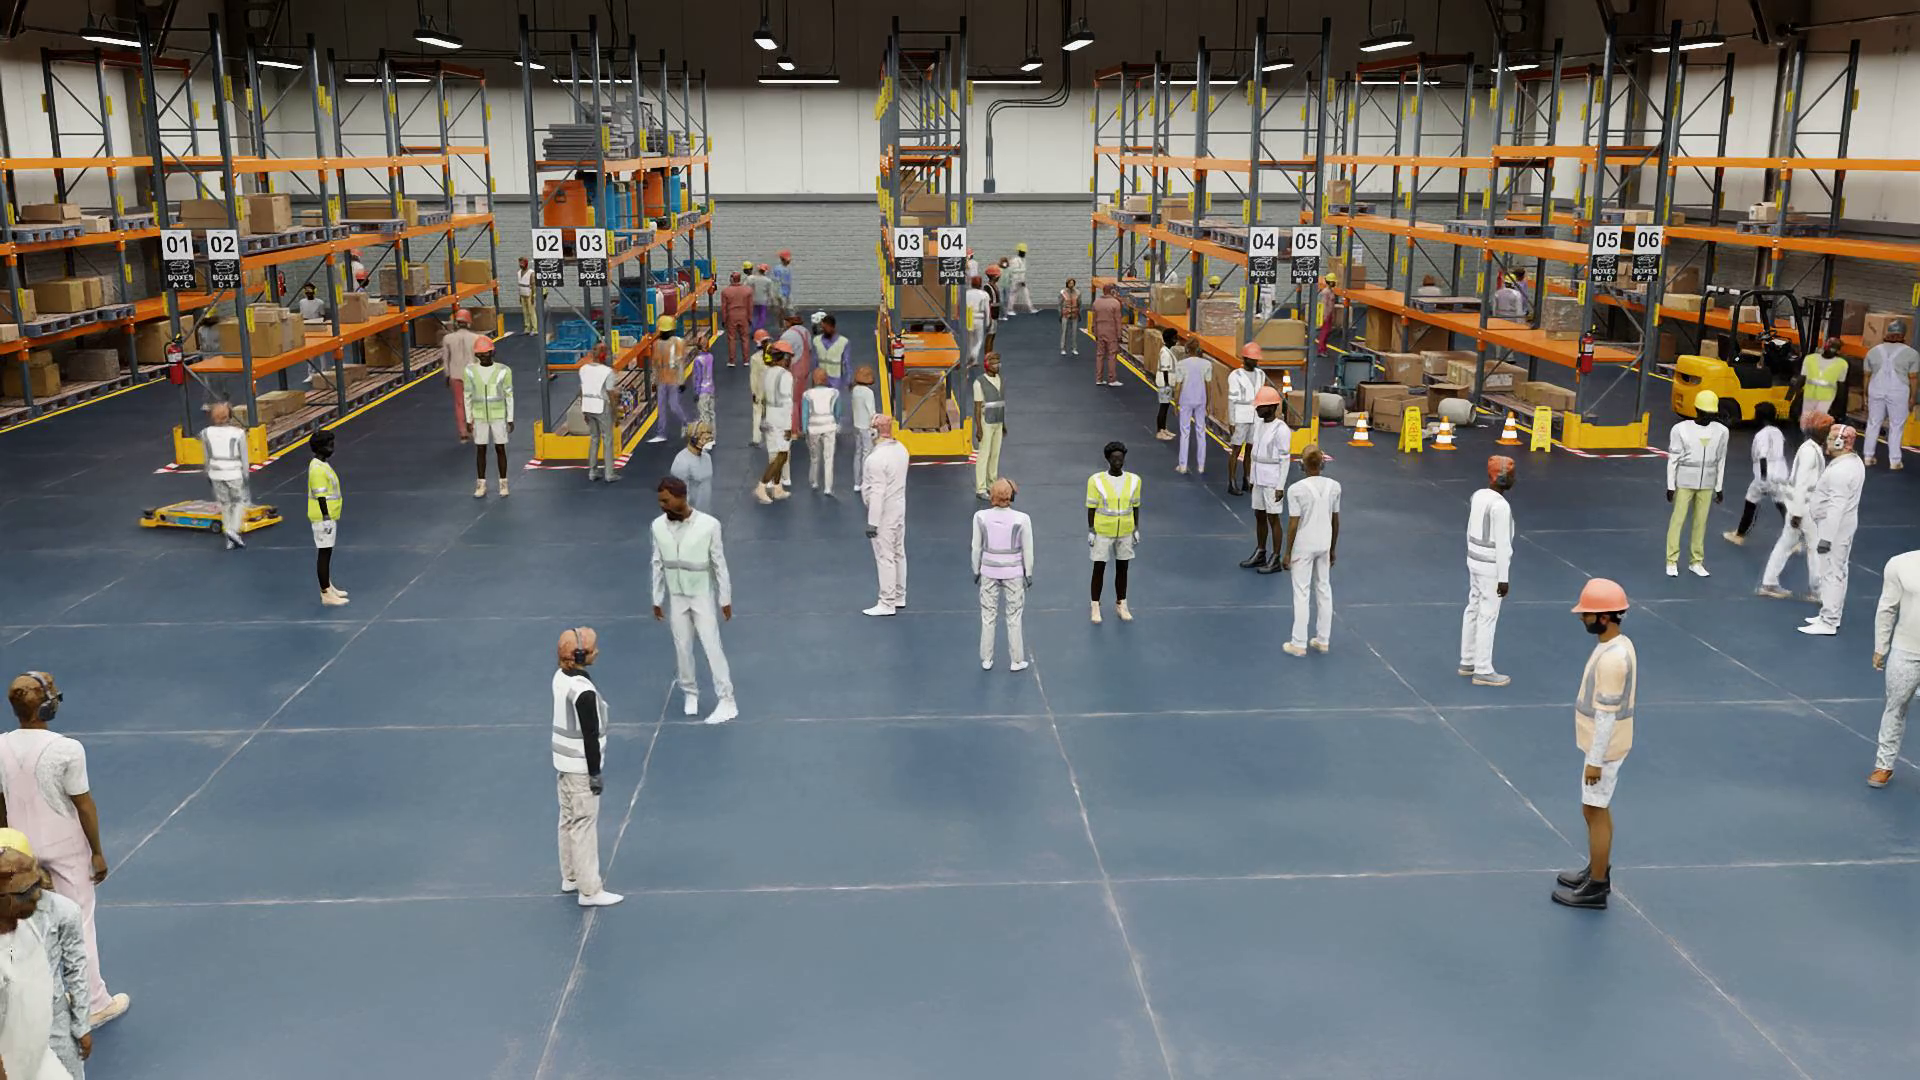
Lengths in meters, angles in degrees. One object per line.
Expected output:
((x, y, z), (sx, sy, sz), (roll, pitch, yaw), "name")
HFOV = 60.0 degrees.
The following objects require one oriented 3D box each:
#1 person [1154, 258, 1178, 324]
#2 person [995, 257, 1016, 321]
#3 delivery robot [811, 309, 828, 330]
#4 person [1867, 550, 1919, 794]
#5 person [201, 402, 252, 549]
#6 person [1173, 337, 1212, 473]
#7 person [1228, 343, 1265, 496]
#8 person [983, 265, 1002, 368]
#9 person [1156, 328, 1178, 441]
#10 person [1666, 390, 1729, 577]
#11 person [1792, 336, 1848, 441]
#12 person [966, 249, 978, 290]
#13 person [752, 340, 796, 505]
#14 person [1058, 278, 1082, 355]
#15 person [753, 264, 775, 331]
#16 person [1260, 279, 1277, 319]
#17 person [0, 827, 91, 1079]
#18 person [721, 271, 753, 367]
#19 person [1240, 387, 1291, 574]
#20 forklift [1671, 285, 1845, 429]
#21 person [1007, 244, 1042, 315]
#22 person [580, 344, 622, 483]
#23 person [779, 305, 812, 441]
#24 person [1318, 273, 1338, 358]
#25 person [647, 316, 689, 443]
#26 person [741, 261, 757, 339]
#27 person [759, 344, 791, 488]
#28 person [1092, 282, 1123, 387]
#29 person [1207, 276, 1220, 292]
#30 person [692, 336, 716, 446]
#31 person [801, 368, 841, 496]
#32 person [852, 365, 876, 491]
((4.544, -5.400, 37.433), (0.651, 1.907, 0.409), (7, 15, 26), "person")
((1.118, -6.356, 42.107), (0.533, 1.612, 0.473), (-4, 14, -17), "person")
((-3.288, -5.220, 39.365), (0.477, 0.478, 0.707), (-4, 14, -17), "delivery robot")
((6.516, 0.767, 11.233), (0.635, 1.938, 0.361), (9, 16, 33), "person")
((-7.956, -0.684, 18.058), (0.518, 1.623, 0.396), (0, 13, 1), "person")
((3.120, -1.807, 22.355), (0.504, 1.840, 0.345), (-1, 13, -3), "person")
((3.629, -1.524, 20.949), (0.551, 1.933, 0.373), (-8, 15, -30), "person")
((0.652, -4.429, 33.115), (0.371, 2.003, 0.607), (3, 14, 14), "person")
((3.095, -2.333, 24.914), (0.323, 1.686, 0.538), (3, 14, 11), "person")
((7.502, -0.577, 16.956), (0.587, 1.927, 0.365), (0, 13, 0), "person")
((11.862, -1.931, 22.949), (0.614, 1.806, 0.730), (10, 17, 37), "person")
((0.256, -6.671, 43.170), (0.349, 1.743, 0.563), (8, 15, 30), "person")
((-2.293, -1.449, 20.512), (0.701, 2.001, 0.645), (-7, 15, -29), "person")
((2.324, -4.732, 35.198), (0.518, 1.631, 0.316), (-3, 14, -13), "person")
((-4.508, -5.449, 38.048), (0.571, 1.722, 0.524), (7, 15, 29), "person")
((7.098, -5.584, 38.278), (0.359, 1.880, 0.575), (-4, 14, -15), "person")
((-3.709, 1.959, 6.606), (0.484, 1.744, 0.297), (-5, 14, -20), "person")
((-4.459, -4.417, 33.253), (0.651, 1.913, 0.410), (-5, 14, -19), "person")
((3.135, -0.614, 17.092), (0.373, 1.934, 0.551), (-6, 15, -25), "person")
((12.503, -2.886, 26.166), (2.313, 2.155, 1.214), (-1, 13, -3), "forklift")
((1.627, -6.758, 43.254), (1.005, 1.869, 0.589), (8, 15, 30), "person")
((-4.707, -1.651, 21.731), (0.589, 1.825, 0.433), (8, 16, 32), "person")
((-2.524, -2.526, 24.969), (0.535, 2.000, 0.684), (6, 14, 23), "person")
((7.707, -4.698, 34.781), (0.337, 1.757, 0.519), (7, 15, 28), "person")
((-4.301, -2.381, 24.643), (0.639, 1.902, 0.572), (9, 16, 35), "person")
((-4.841, -5.507, 38.190), (0.318, 1.766, 0.533), (-2, 13, -10), "person")
((-2.398, -1.592, 21.412), (0.328, 1.862, 0.501), (7, 15, 27), "person")
((2.735, -3.779, 30.556), (0.641, 1.913, 0.408), (12, 18, 41), "person")
((5.148, -4.480, 33.831), (0.309, 1.772, 0.525), (4, 14, 15), "person")
((-3.728, -2.145, 24.216), (0.308, 1.640, 0.511), (3, 14, 14), "person")
((-1.752, -1.373, 21.054), (0.503, 1.592, 0.833), (-2, 13, -6), "person")
((-1.195, -1.404, 21.082), (0.280, 1.636, 0.501), (-8, 15, -31), "person")
